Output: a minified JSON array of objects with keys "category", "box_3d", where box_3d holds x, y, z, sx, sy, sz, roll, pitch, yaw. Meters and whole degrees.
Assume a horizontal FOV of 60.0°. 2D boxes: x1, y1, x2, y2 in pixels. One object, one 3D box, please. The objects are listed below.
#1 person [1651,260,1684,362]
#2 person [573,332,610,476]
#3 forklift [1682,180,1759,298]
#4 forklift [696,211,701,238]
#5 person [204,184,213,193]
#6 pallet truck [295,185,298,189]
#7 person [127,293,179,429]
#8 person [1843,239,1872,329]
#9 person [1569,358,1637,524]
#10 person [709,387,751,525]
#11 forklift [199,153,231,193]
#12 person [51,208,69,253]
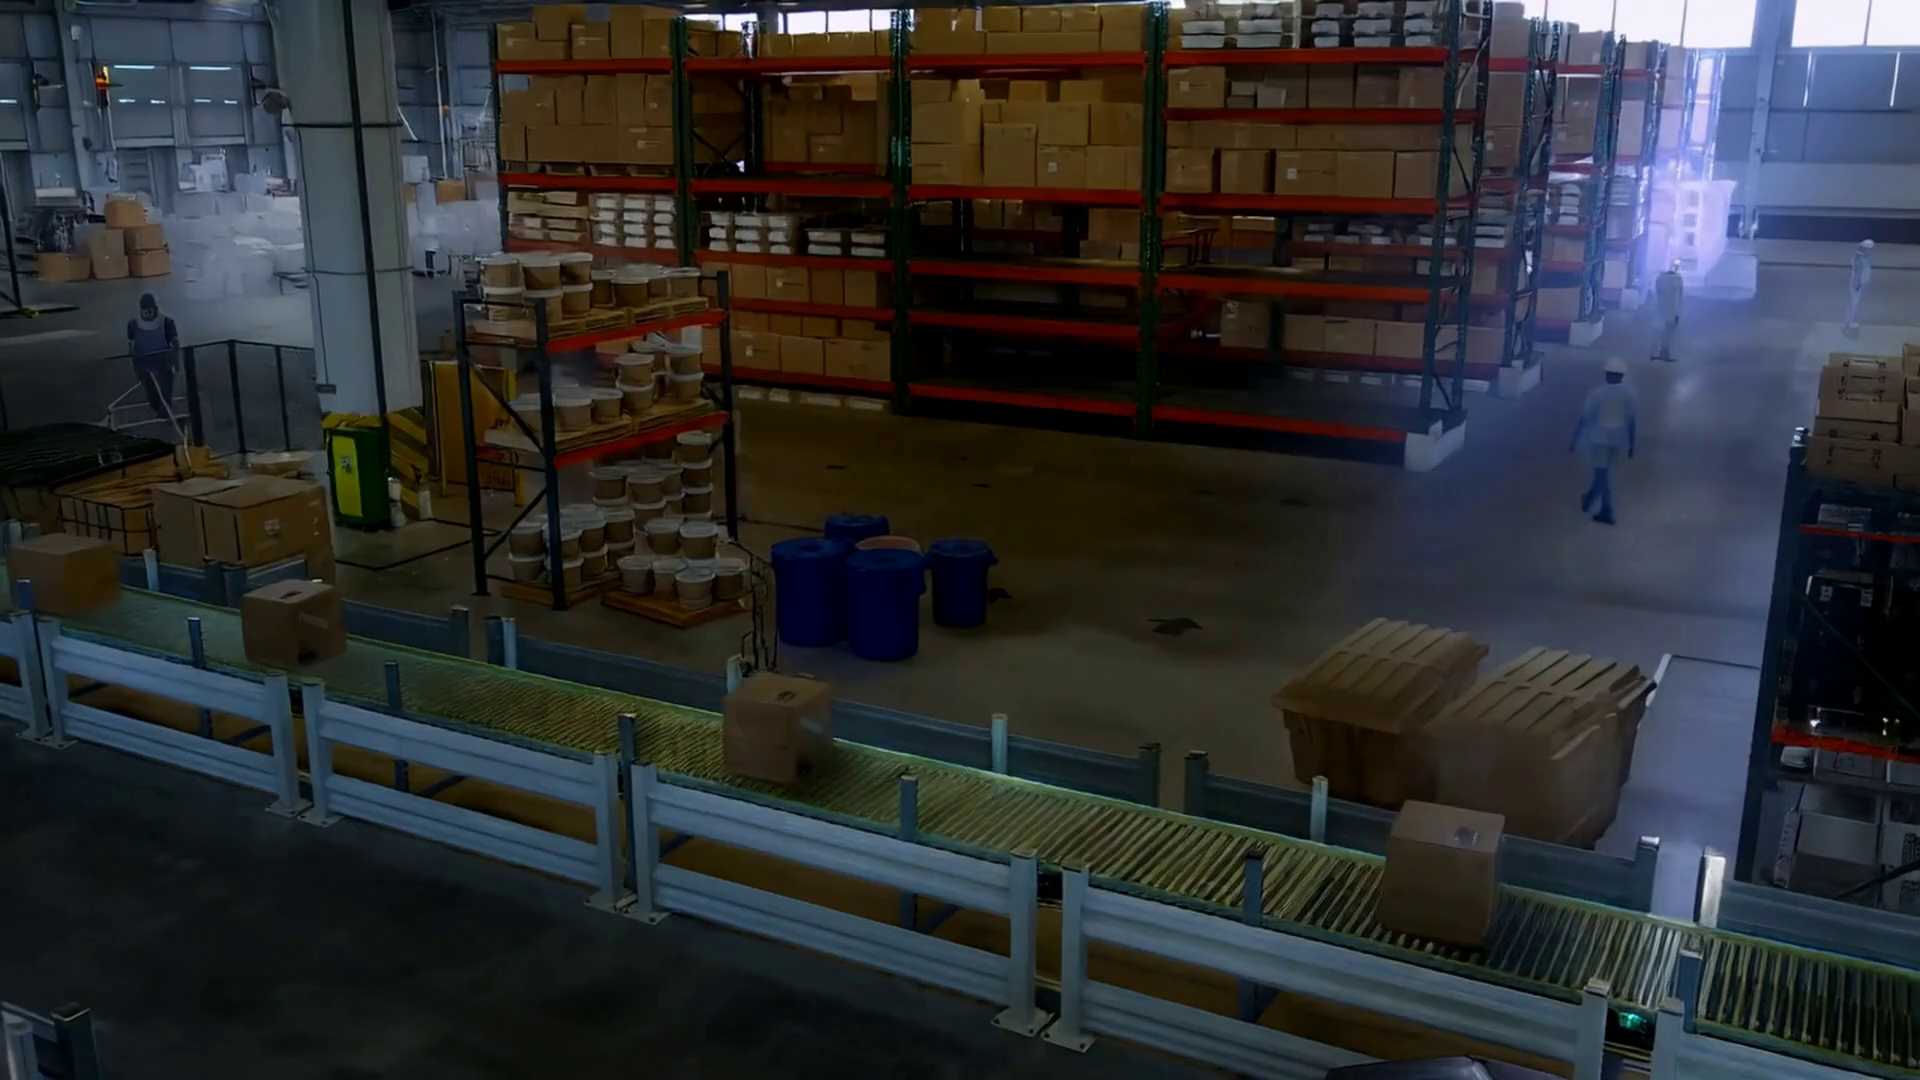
[{"category":"person","box_3d":[13.256,-4.280,31.078,0.400,1.901,0.645,-5,16,-18]},{"category":"person","box_3d":[-4.820,-1.844,21.746,0.389,1.986,0.608,2,15,7]},{"category":"forklift","box_3d":[18.798,-7.470,41.182,1.873,2.768,1.129,8,17,28]},{"category":"forklift","box_3d":[-5.224,-5.039,32.041,1.873,2.768,1.129,8,17,28]},{"category":"person","box_3d":[-26.272,-11.496,58.183,0.942,1.898,0.577,-9,17,-31]},{"category":"pallet truck","box_3d":[-26.804,-14.617,69.738,1.885,1.965,0.823,-14,20,-42]},{"category":"person","box_3d":[-12.017,-2.695,24.840,0.691,2.000,0.662,-4,15,-15]},{"category":"person","box_3d":[19.245,-5.476,35.580,0.397,1.900,0.644,9,17,30]},{"category":"person","box_3d":[7.504,-1.178,19.445,0.676,1.869,0.995,0,15,-1]},{"category":"person","box_3d":[-2.753,-0.988,19.283,0.836,1.593,0.515,11,19,37]},{"category":"forklift","box_3d":[-27.440,-12.865,61.464,1.873,2.768,1.129,8,17,28]},{"category":"person","box_3d":[-26.787,-9.065,49.556,0.511,1.641,0.308,1,15,3]}]
